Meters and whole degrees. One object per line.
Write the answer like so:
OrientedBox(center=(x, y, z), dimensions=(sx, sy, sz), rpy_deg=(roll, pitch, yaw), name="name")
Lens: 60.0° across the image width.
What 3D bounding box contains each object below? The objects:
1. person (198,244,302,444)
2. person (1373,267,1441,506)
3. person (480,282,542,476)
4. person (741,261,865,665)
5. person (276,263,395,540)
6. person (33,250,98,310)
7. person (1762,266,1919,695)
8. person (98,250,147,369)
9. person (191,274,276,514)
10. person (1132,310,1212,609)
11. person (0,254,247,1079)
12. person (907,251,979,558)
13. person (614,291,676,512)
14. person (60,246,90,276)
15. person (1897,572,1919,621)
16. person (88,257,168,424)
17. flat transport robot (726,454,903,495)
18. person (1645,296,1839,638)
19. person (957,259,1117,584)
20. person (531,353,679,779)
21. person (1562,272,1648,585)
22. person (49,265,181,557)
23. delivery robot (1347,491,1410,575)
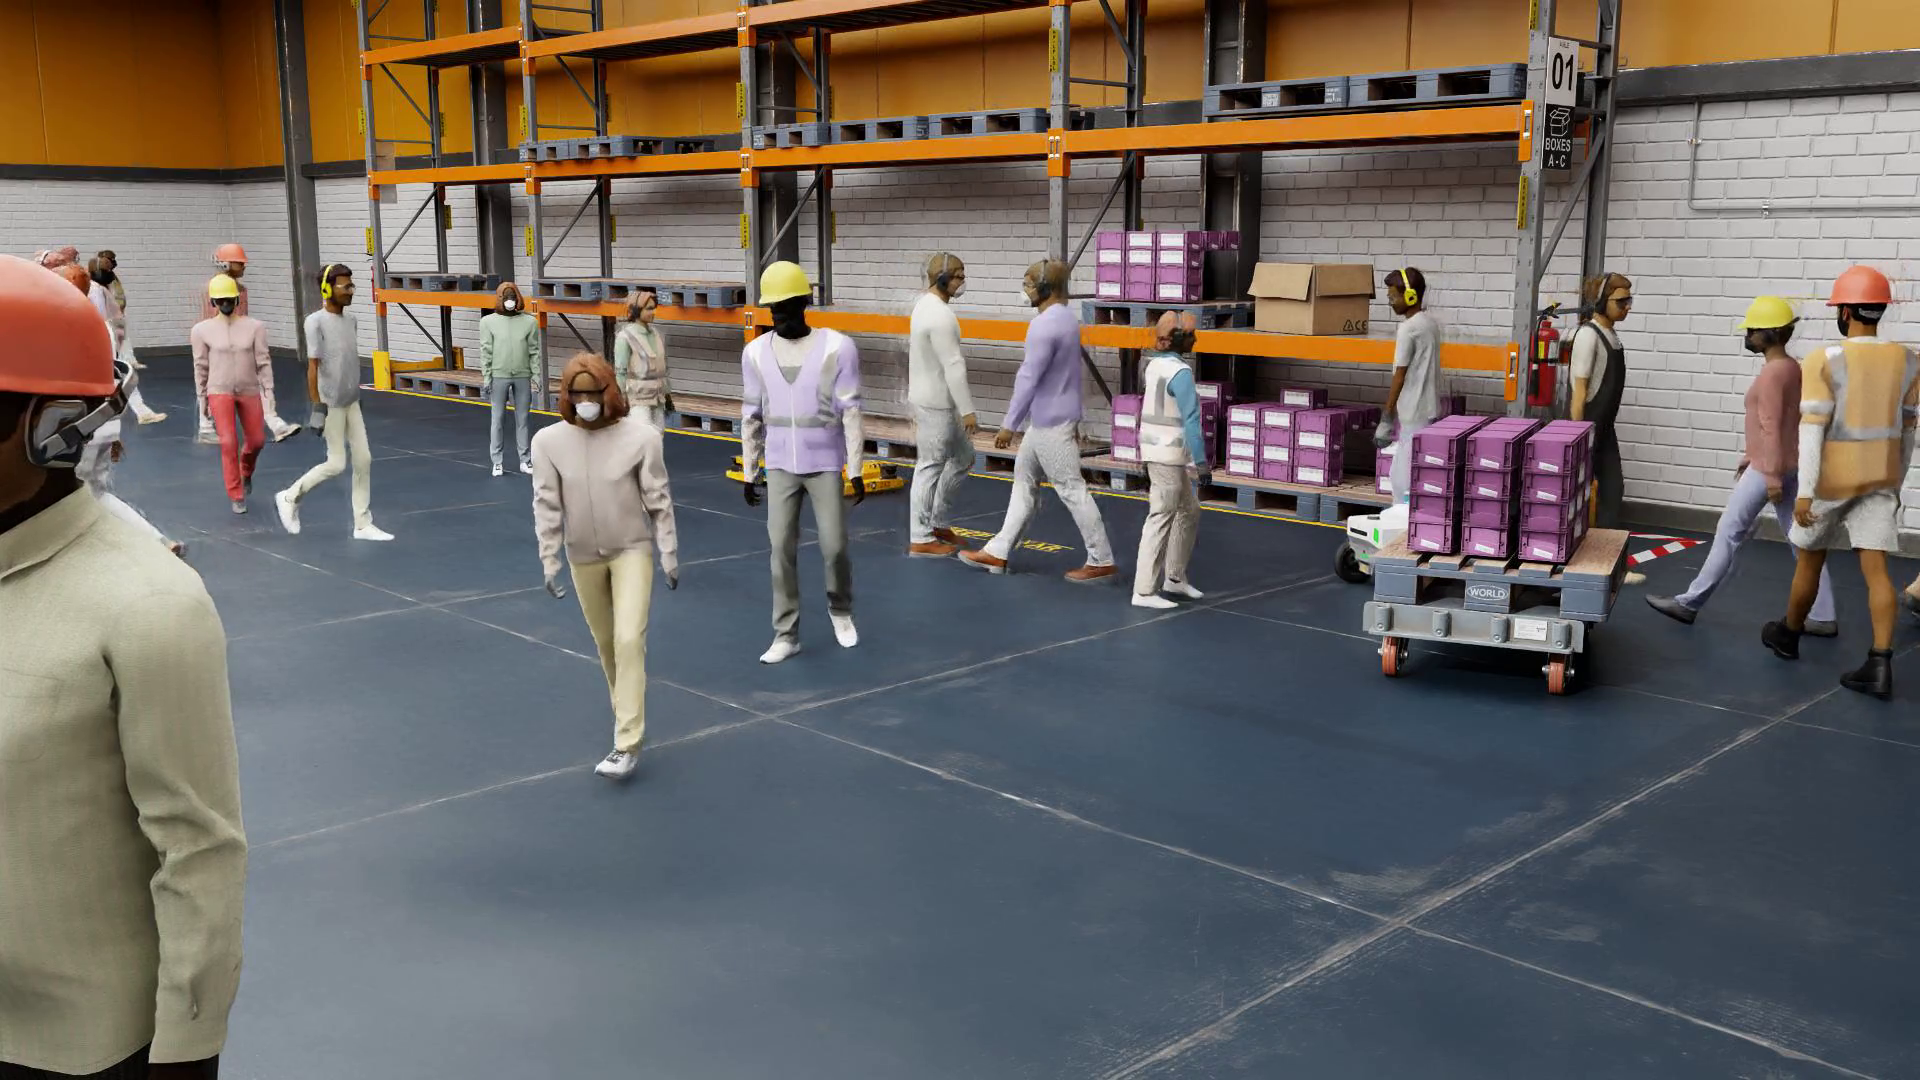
OrientedBox(center=(-6.987, -1.880, 16.090), dimensions=(1.053, 1.931, 0.621), rpy_deg=(2, 11, 12), name="person")
OrientedBox(center=(2.828, -0.731, 10.102), dimensions=(0.721, 1.842, 0.538), rpy_deg=(6, 12, 28), name="person")
OrientedBox(center=(-3.792, -1.360, 14.070), dimensions=(0.499, 1.634, 0.285), rpy_deg=(-5, 12, -26), name="person")
OrientedBox(center=(-0.748, -0.374, 7.951), dimensions=(0.634, 1.908, 0.577), rpy_deg=(3, 11, 14), name="person")
OrientedBox(center=(-4.165, -0.896, 10.989), dimensions=(0.698, 1.850, 0.523), rpy_deg=(2, 11, 13), name="person")
OrientedBox(center=(-6.860, -1.239, 12.658), dimensions=(0.407, 1.913, 0.641), rpy_deg=(4, 11, 21), name="person")
OrientedBox(center=(4.030, -0.284, 7.538), dimensions=(0.575, 1.888, 1.007), rpy_deg=(0, 10, 0), name="person")
OrientedBox(center=(-12.880, -3.463, 25.073), dimensions=(0.906, 1.813, 0.627), rpy_deg=(-2, 11, -10), name="person")
OrientedBox(center=(-5.373, -1.090, 12.284), dimensions=(0.528, 1.742, 0.645), rpy_deg=(-7, 13, -34), name="person")
OrientedBox(center=(1.188, -0.422, 9.005), dimensions=(0.590, 1.620, 0.527), rpy_deg=(-1, 10, -6), name="person")
OrientedBox(center=(-1.219, 0.621, 2.277), dimensions=(0.612, 1.997, 0.375), rpy_deg=(6, 12, 29), name="person")
OrientedBox(center=(-0.087, -0.828, 10.378), dimensions=(0.546, 1.916, 0.636), rpy_deg=(-1, 10, -5), name="person")
OrientedBox(center=(-2.300, -0.989, 12.071), dimensions=(0.409, 1.625, 0.518), rpy_deg=(5, 11, 23), name="person")
OrientedBox(center=(-11.803, -2.985, 22.309), dimensions=(0.650, 1.866, 0.949), rpy_deg=(-1, 10, -8), name="person")
OrientedBox(center=(5.302, -0.544, 8.604), dimensions=(0.995, 2.014, 0.602), rpy_deg=(-3, 11, -15), name="person")
OrientedBox(center=(-9.032, -2.081, 17.589), dimensions=(0.978, 1.791, 0.648), rpy_deg=(-4, 11, -19), name="person")
OrientedBox(center=(-1.186, -0.557, 13.409), dimensions=(1.431, 0.197, 0.652), rpy_deg=(10, 14, 43), name="flat transport robot")
OrientedBox(center=(4.066, -0.370, 8.451), dimensions=(0.914, 1.718, 0.530), rpy_deg=(9, 14, 41), name="person")
OrientedBox(center=(0.483, -0.681, 9.706), dimensions=(1.002, 1.887, 0.632), rpy_deg=(2, 11, 12), name="person")
OrientedBox(center=(-1.342, 0.089, 6.297), dimensions=(0.521, 1.592, 0.751), rpy_deg=(1, 10, 4), name="person")
OrientedBox(center=(3.611, -0.651, 9.732), dimensions=(0.813, 1.821, 0.507), rpy_deg=(8, 13, 35), name="person")
OrientedBox(center=(-4.770, -0.577, 9.169), dimensions=(0.631, 1.865, 0.587), rpy_deg=(0, 10, 0), name="person")
OrientedBox(center=(2.593, -0.036, 9.536), dimensions=(0.707, 0.478, 0.477), rpy_deg=(-3, 11, -18), name="delivery robot")
